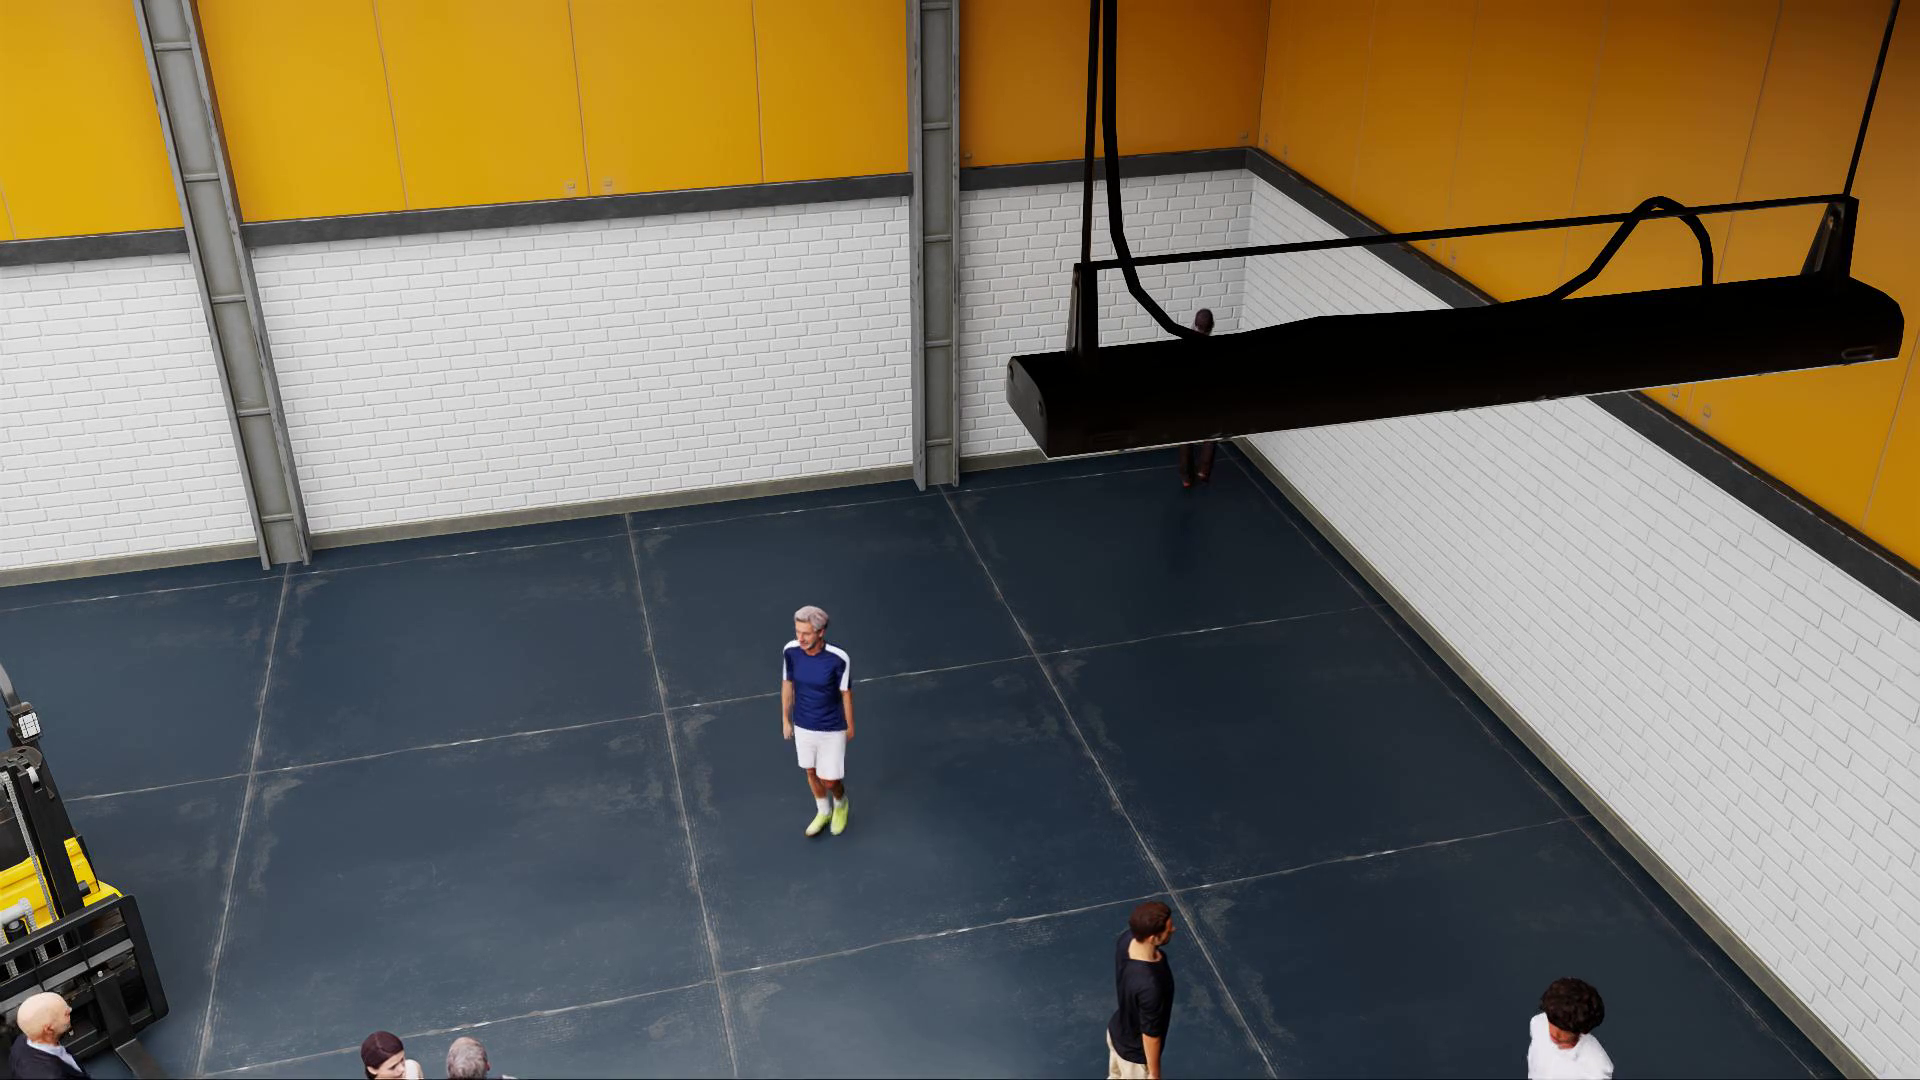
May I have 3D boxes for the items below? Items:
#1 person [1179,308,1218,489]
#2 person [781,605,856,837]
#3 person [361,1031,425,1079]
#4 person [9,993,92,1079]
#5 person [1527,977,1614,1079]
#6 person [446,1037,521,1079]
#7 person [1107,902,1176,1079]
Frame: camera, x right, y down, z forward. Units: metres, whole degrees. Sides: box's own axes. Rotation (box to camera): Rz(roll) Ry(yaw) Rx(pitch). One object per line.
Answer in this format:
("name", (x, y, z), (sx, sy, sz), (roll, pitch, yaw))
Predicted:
("person", (2.234, -1.298, 15.739), (0.780, 1.795, 0.873), (9, 30, 16))
("person", (-0.901, 1.182, 11.161), (0.750, 1.825, 0.831), (11, 30, 19))
("person", (-2.690, 3.000, 8.015), (0.682, 1.648, 0.625), (15, 32, 25))
("person", (-4.339, 2.954, 7.963), (1.025, 1.779, 0.936), (-25, 37, -38))
("person", (3.023, 2.808, 8.247), (1.204, 1.763, 0.900), (-18, 33, -29))
("person", (-2.184, 3.039, 7.754), (0.669, 1.828, 0.834), (-21, 35, -34))
("person", (0.893, 2.582, 8.568), (0.532, 1.851, 0.634), (-6, 29, -11))
